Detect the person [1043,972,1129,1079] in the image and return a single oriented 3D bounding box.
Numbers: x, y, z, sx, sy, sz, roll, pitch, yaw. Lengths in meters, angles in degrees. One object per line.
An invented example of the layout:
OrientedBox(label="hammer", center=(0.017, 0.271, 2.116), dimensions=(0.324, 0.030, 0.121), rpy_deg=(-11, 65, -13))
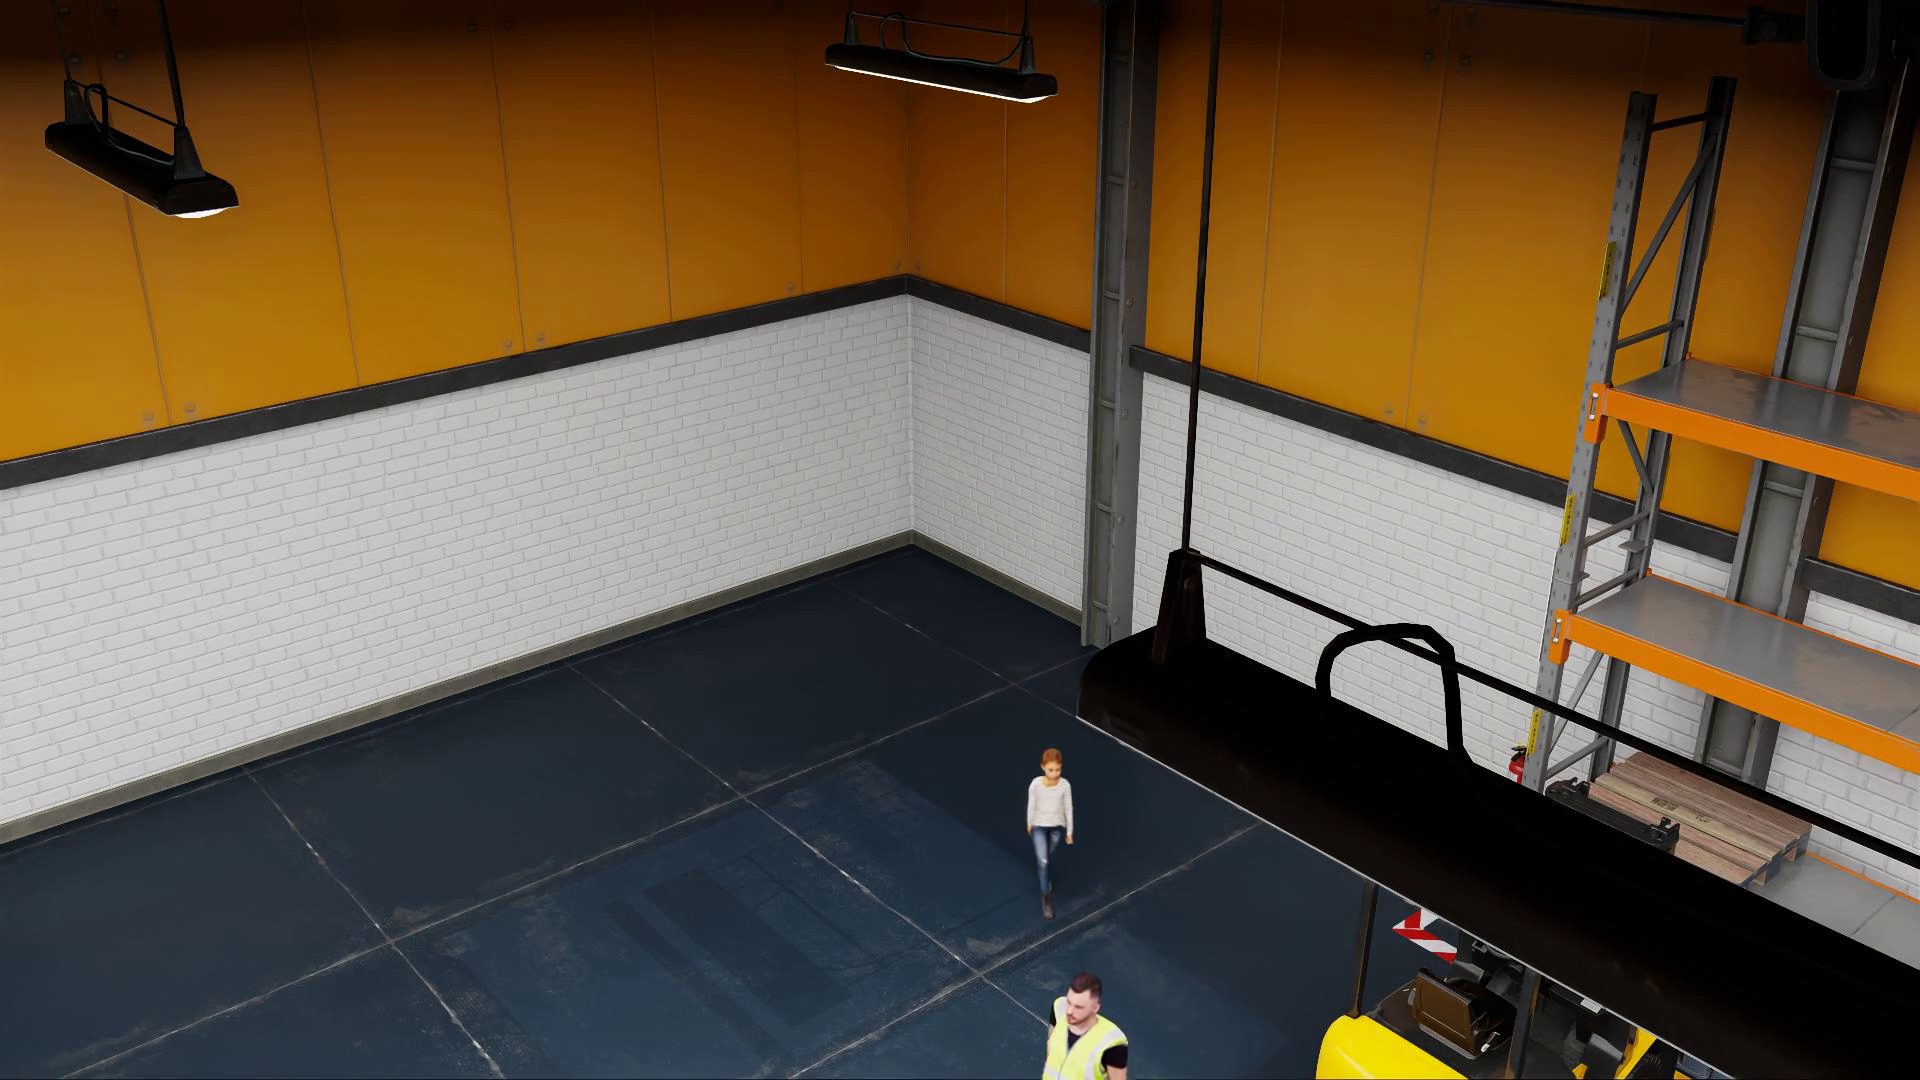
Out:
OrientedBox(label="person", center=(0.692, 3.095, 9.172), dimensions=(0.773, 1.831, 0.798), rpy_deg=(-21, 31, -39))

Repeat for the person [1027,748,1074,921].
OrientedBox(label="person", center=(0.644, 2.070, 12.201), dimensions=(0.785, 1.284, 0.956), rpy_deg=(-3, 24, -6))
